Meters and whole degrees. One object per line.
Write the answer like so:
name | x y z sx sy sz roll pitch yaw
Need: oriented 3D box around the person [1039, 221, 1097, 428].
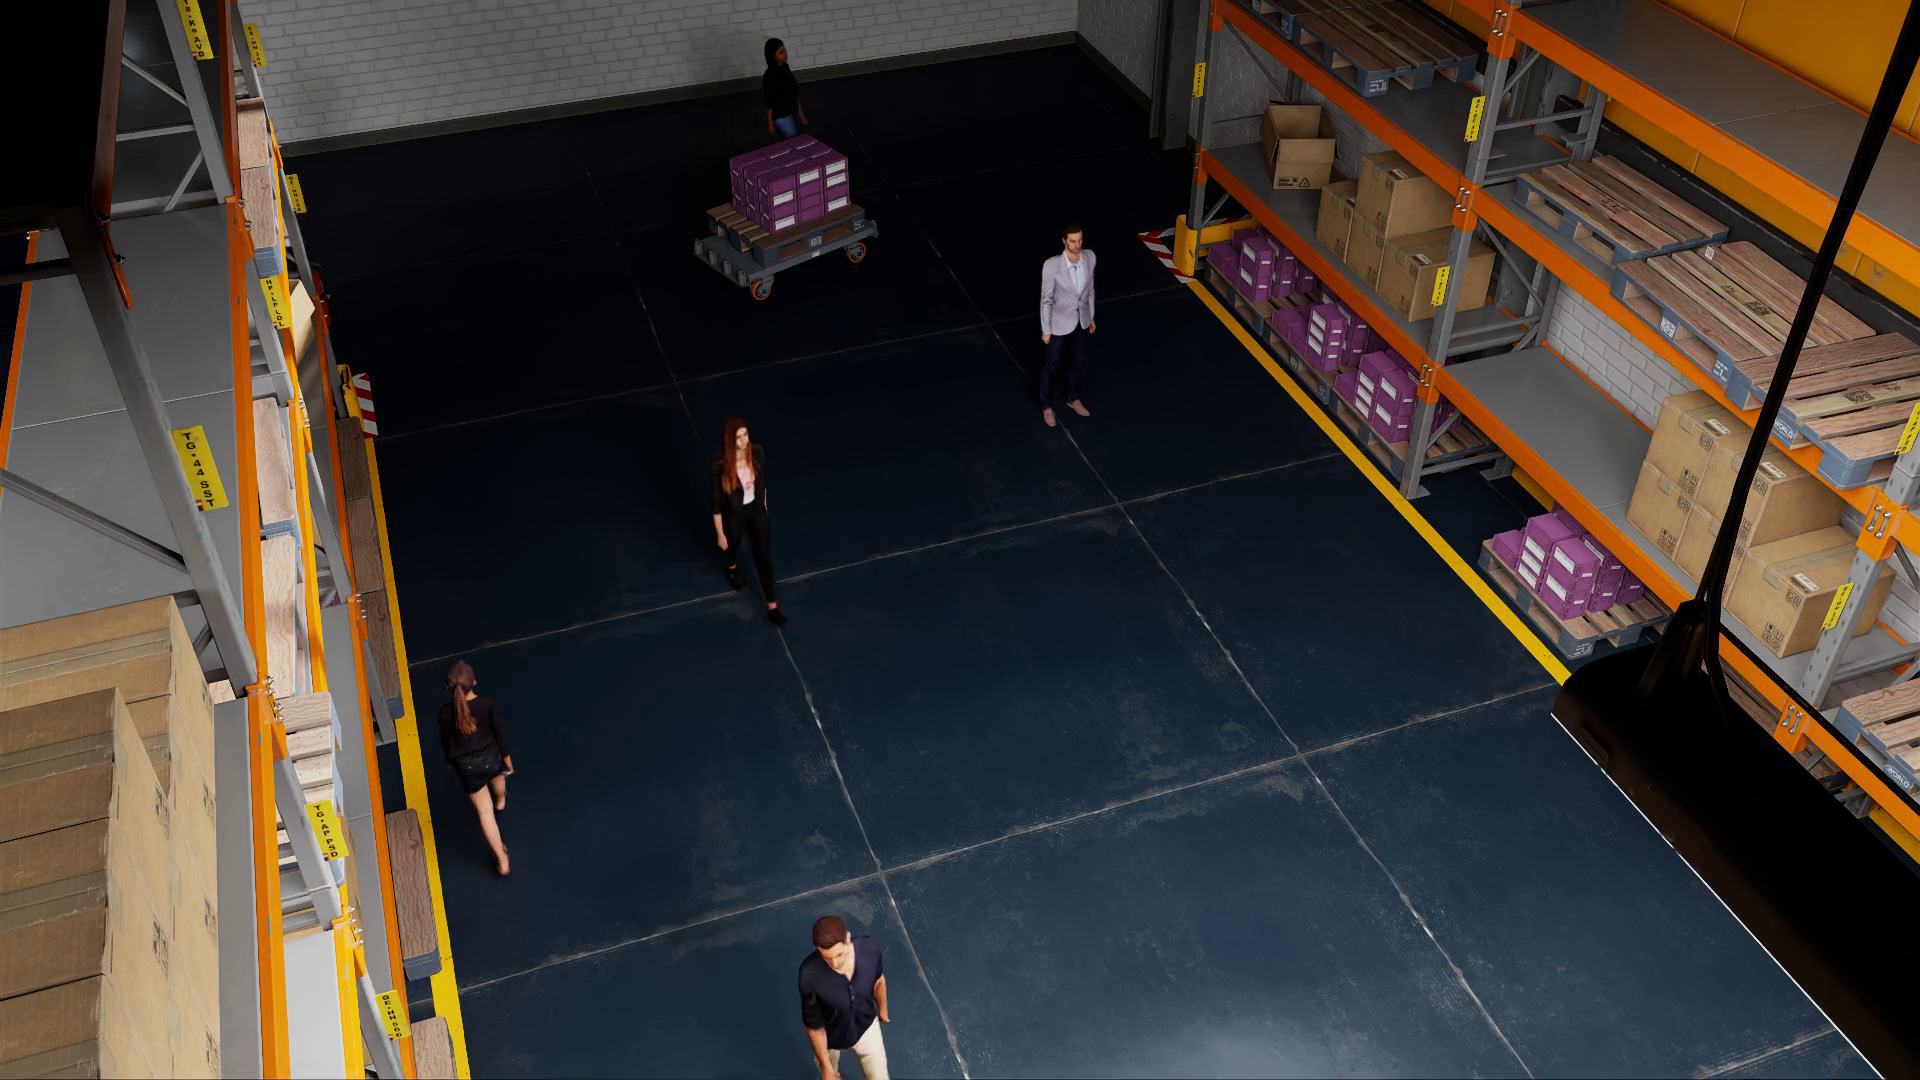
person | 0.905 -1.851 13.993 0.696 1.853 0.605 -17 42 -20

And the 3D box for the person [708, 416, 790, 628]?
person | -1.626 -0.216 12.097 0.776 1.665 1.196 -20 43 -23

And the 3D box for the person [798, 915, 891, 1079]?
person | -0.652 2.464 8.628 0.726 1.805 1.093 -17 42 -20

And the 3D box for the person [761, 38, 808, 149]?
person | -1.929 -4.412 17.359 1.089 1.655 1.101 13 40 16

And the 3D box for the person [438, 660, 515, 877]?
person | -2.939 1.405 10.184 0.549 1.519 1.022 -13 40 -16
